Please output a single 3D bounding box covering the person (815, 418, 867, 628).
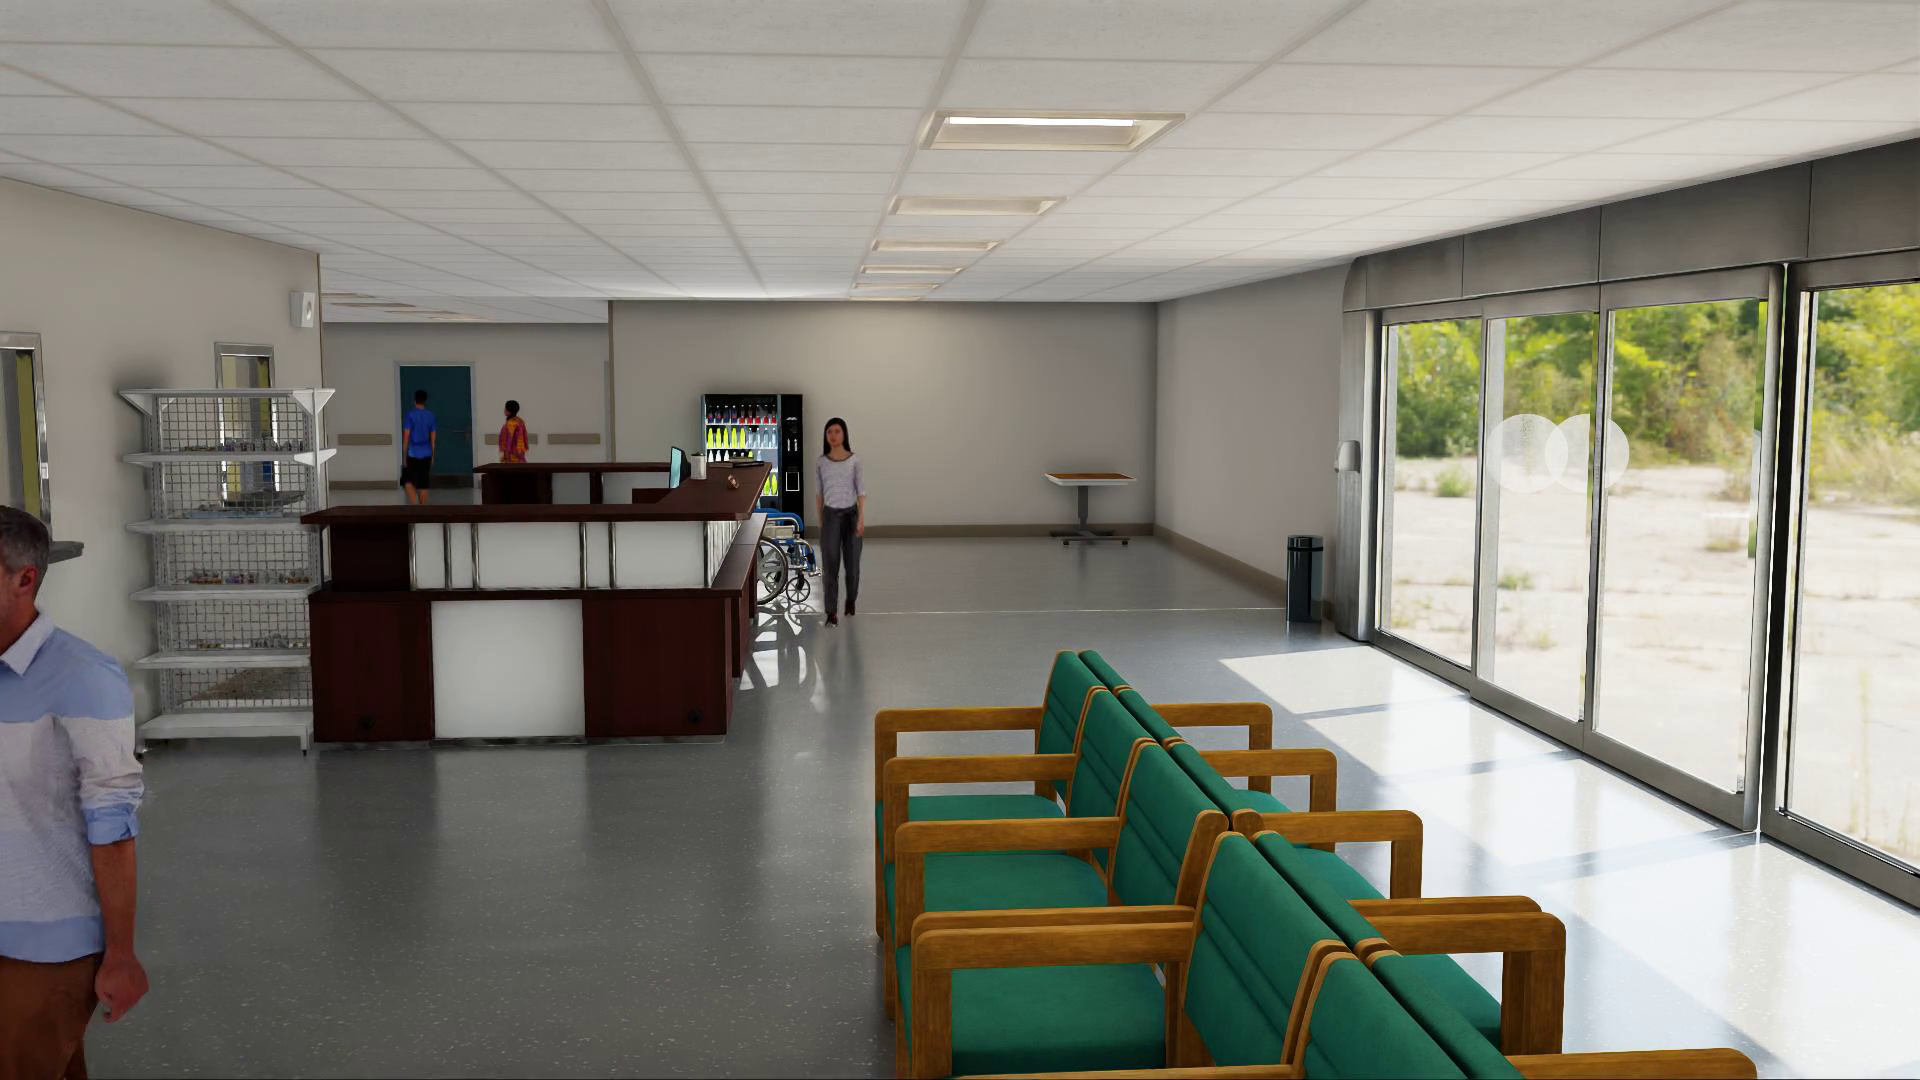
[{"bbox_3d":[-0.955,-0.124,13.732,1.150,1.681,0.747,0,6,2],"label":"person"}]

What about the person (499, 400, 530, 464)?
[{"bbox_3d":[-7.110,-1.423,26.701,1.143,1.670,0.733,0,6,2],"label":"person"}]

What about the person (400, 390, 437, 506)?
[{"bbox_3d":[-7.480,-1.153,23.126,0.805,1.847,0.873,-5,8,-42],"label":"person"}]

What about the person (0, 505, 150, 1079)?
[{"bbox_3d":[-1.954,0.823,3.649,0.883,1.815,0.946,3,6,25],"label":"person"}]
